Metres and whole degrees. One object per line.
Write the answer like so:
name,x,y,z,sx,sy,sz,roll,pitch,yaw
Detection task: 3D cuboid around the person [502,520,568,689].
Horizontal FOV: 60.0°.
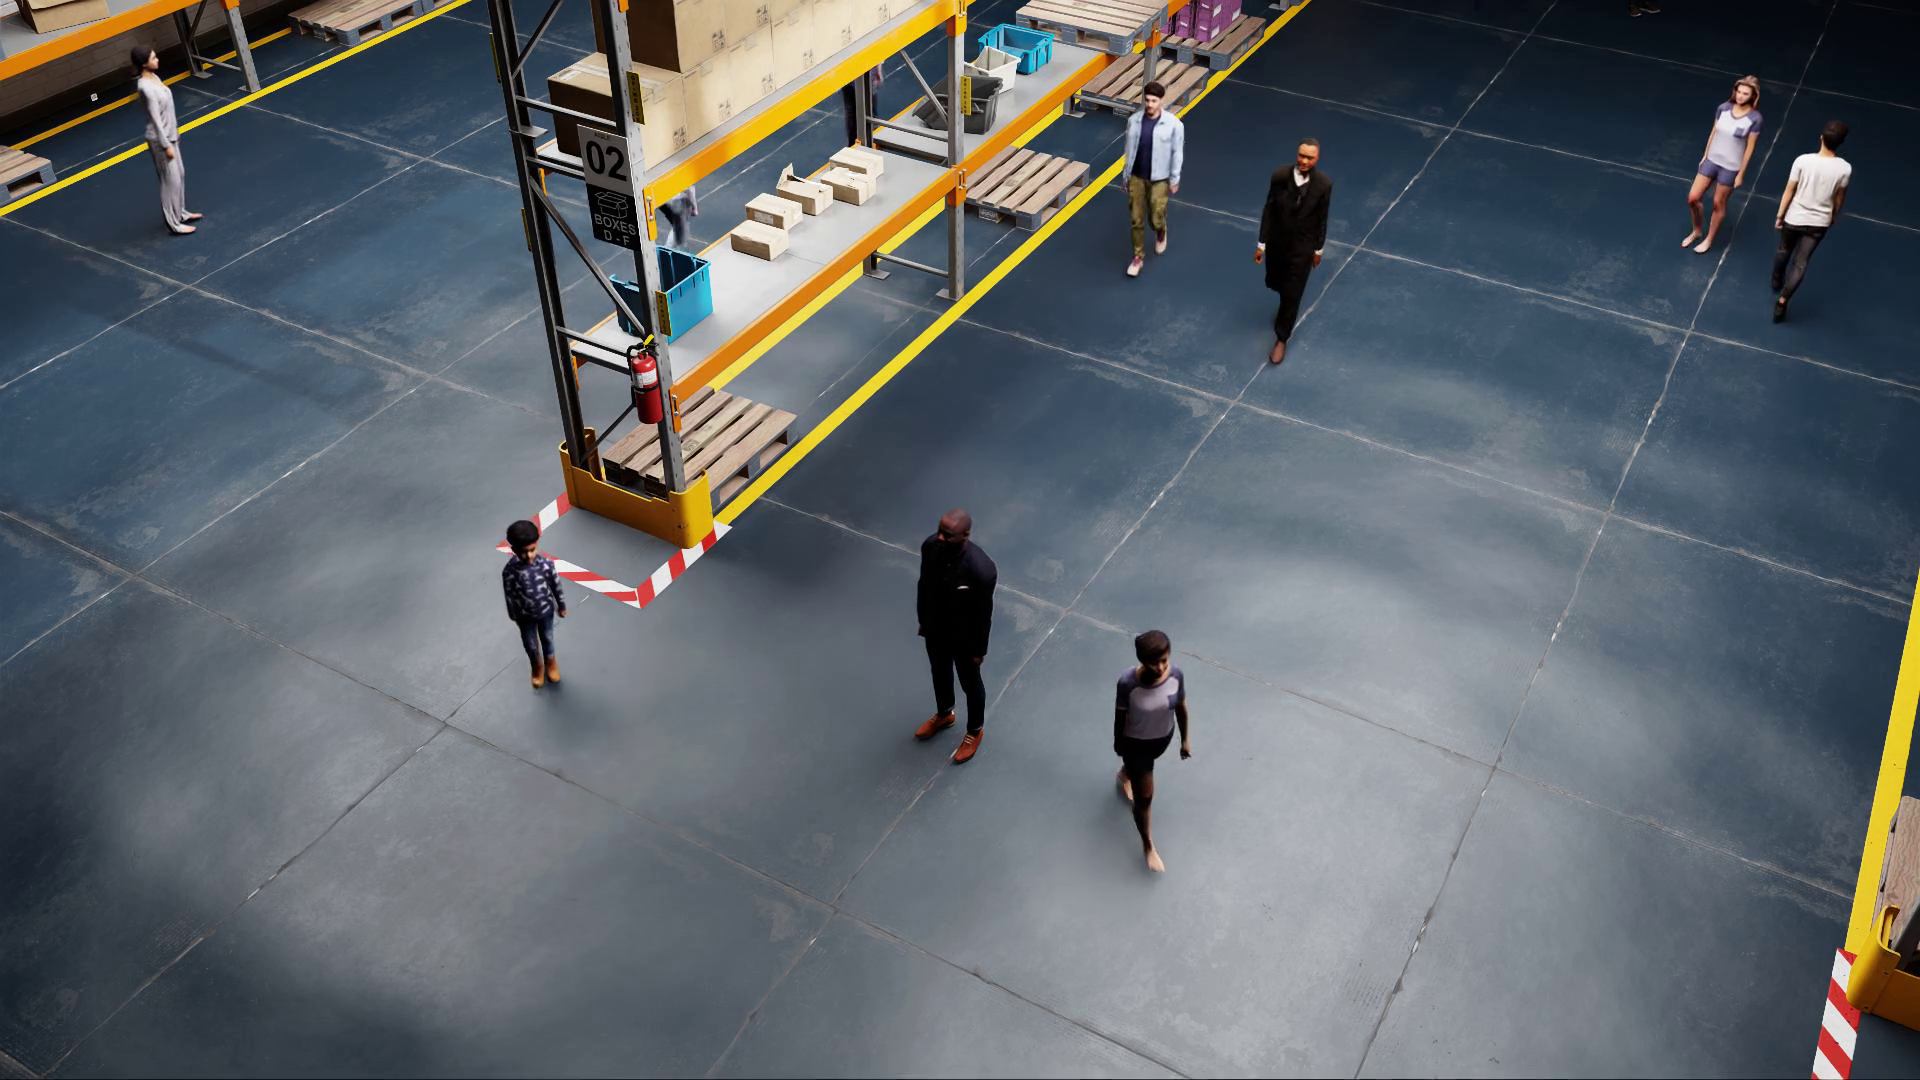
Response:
person,-2.754,0.377,10.722,0.590,1.247,0.659,-13,40,-15

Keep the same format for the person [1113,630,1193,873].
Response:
person,1.062,1.076,9.629,1.026,1.520,1.033,-13,40,-15

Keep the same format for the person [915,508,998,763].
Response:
person,-0.023,0.545,10.055,0.727,1.819,0.652,27,46,30

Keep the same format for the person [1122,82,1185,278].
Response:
person,1.713,-3.247,14.820,0.725,1.797,0.869,16,41,19

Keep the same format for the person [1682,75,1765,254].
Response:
person,6.988,-3.421,15.102,0.723,1.717,0.717,-26,45,-28

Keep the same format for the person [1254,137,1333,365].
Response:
person,2.762,-2.478,13.793,0.721,1.877,1.191,17,42,20

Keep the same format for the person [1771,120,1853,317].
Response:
person,7.259,-2.722,14.257,0.657,1.679,1.092,18,42,21

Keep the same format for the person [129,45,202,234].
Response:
person,-7.413,-3.711,15.429,0.760,1.761,0.693,-7,39,-9
